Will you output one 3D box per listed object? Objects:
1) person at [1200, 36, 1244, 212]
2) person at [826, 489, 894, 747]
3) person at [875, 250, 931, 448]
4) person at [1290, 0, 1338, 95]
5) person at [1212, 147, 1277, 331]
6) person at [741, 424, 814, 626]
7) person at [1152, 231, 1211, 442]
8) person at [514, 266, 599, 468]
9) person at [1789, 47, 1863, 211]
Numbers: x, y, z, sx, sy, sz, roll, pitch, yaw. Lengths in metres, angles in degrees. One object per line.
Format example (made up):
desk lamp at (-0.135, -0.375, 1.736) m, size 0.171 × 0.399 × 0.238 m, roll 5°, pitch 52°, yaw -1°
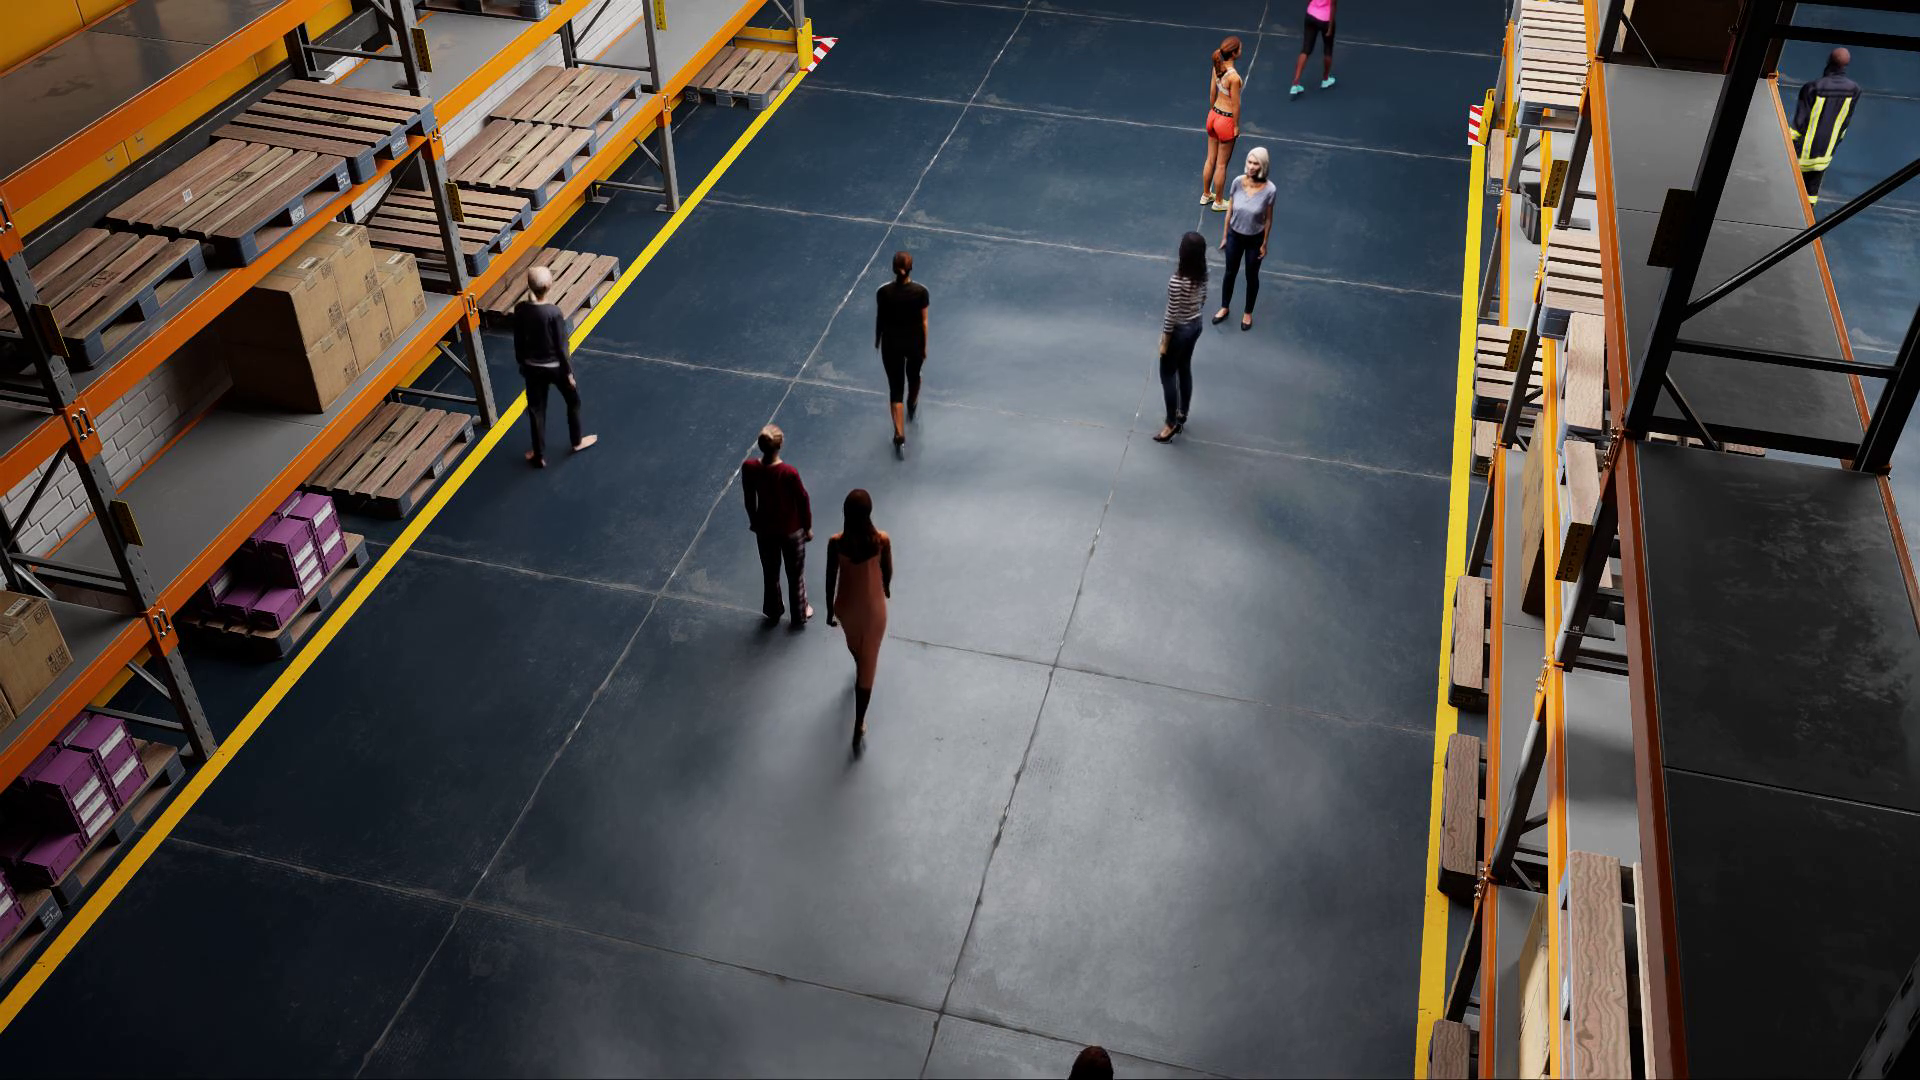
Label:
person at (2.624, -4.162, 16.637) m, size 0.733 × 1.792 × 0.672 m, roll -19°, pitch 42°, yaw -22°
person at (-0.644, 0.530, 10.775) m, size 0.722 × 1.775 × 1.179 m, roll 2°, pitch 39°, yaw 2°
person at (-0.464, -1.521, 13.457) m, size 0.829 × 1.632 × 1.171 m, roll -2°, pitch 39°, yaw -2°
person at (4.016, -5.860, 18.840) m, size 0.860 × 1.696 × 1.073 m, roll 30°, pitch 47°, yaw 32°
person at (2.563, -2.708, 14.872) m, size 0.627 × 1.722 × 0.577 m, roll 18°, pitch 42°, yaw 21°
person at (-1.264, -0.111, 11.641) m, size 0.608 × 1.696 × 0.480 m, roll 9°, pitch 40°, yaw 12°
person at (1.787, -1.628, 13.478) m, size 0.839 × 1.773 × 0.681 m, roll 25°, pitch 45°, yaw 28°
person at (-3.310, -1.360, 13.198) m, size 0.690 × 1.703 × 0.728 m, roll 2°, pitch 39°, yaw 3°
person at (8.414, -3.973, 16.375) m, size 0.819 × 1.822 × 0.773 m, roll 0°, pitch 39°, yaw -1°
